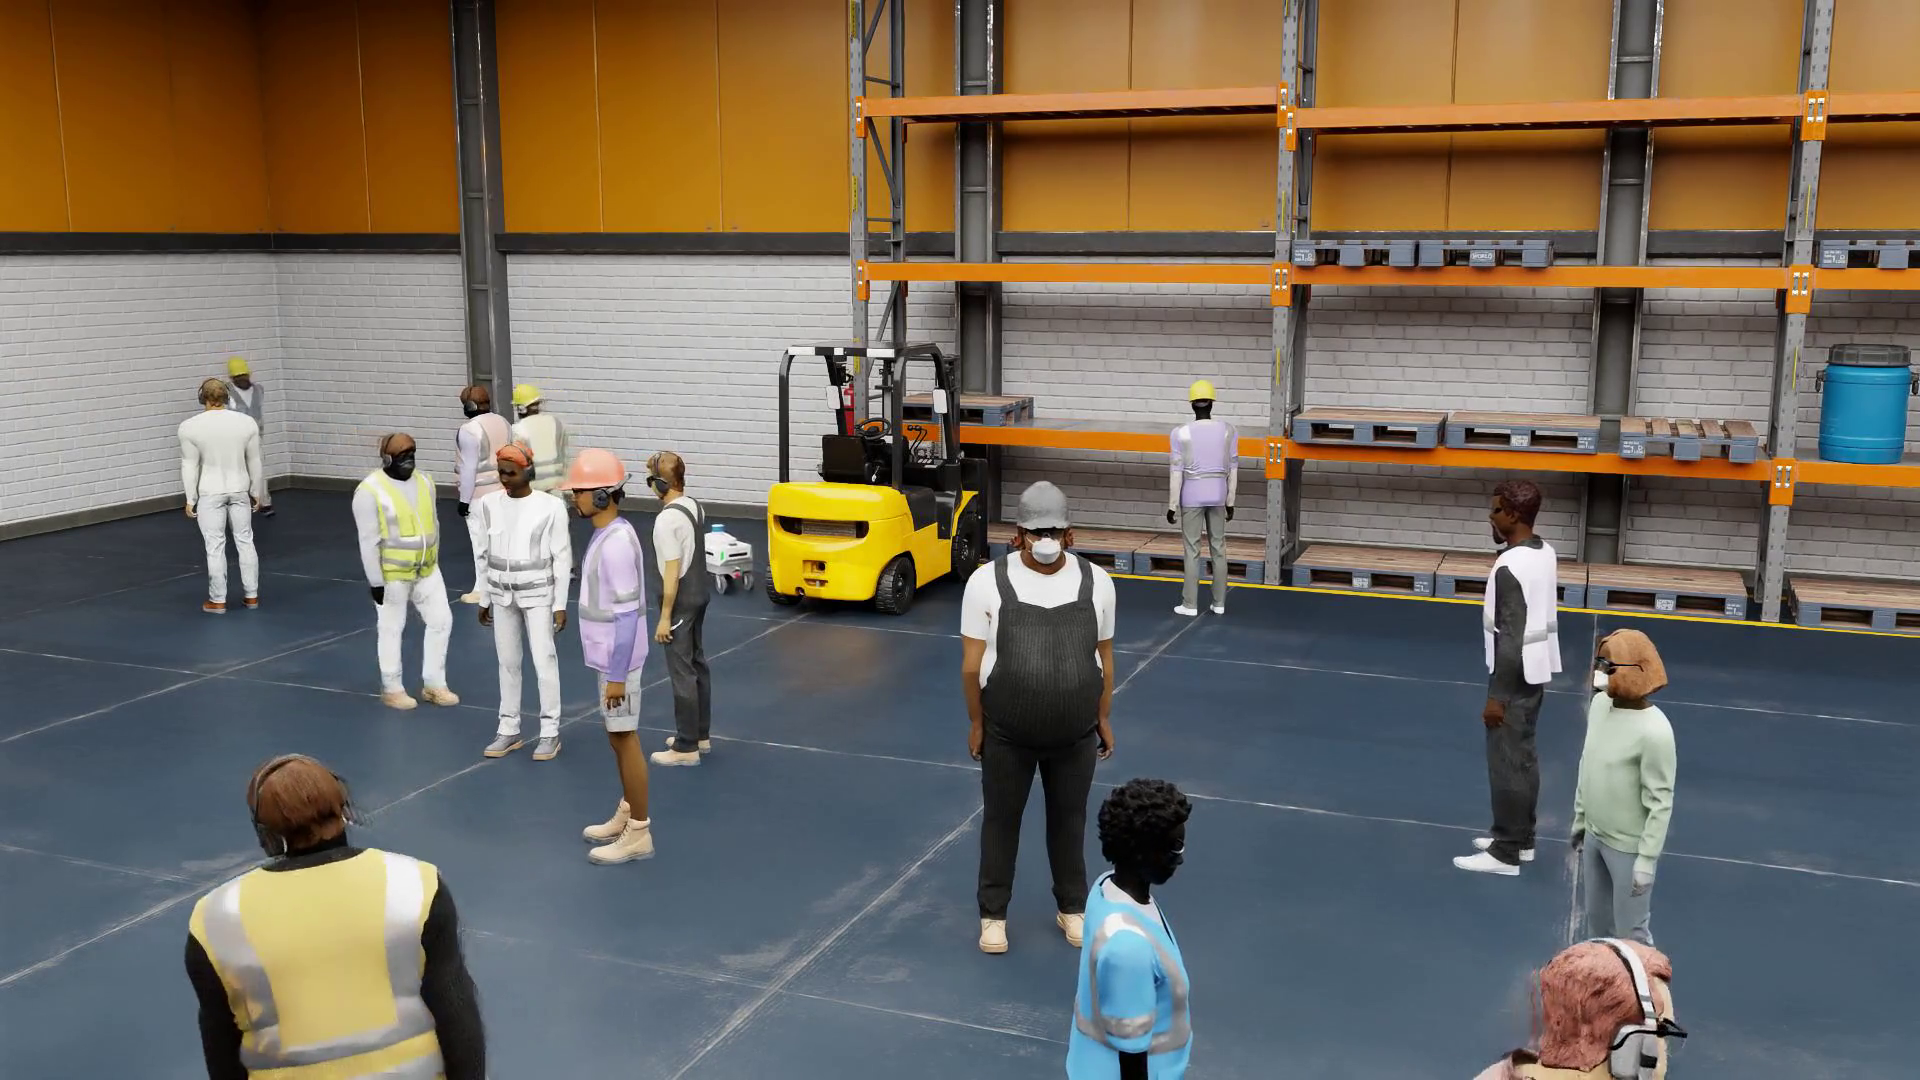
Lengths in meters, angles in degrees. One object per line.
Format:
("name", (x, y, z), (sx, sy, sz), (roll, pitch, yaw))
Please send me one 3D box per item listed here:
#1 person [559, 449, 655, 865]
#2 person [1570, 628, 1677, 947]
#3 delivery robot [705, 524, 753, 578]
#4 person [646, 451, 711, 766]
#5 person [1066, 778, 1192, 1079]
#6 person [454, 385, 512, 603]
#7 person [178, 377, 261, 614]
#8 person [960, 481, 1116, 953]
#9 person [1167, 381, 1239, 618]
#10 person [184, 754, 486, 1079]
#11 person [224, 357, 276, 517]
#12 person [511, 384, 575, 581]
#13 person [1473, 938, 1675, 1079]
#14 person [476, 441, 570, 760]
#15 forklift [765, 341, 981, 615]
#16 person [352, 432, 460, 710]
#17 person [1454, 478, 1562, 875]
("person", (-1.728, 0.568, 8.148), (0.392, 2.041, 0.615), (-3, 11, -16))
("person", (2.432, 1.127, 6.172), (0.280, 1.634, 0.498), (-2, 10, -9))
("delivery robot", (-2.123, 0.107, 14.603), (0.477, 0.478, 0.707), (-8, 13, -37))
("person", (-1.639, 0.400, 9.661), (0.351, 1.838, 0.507), (2, 10, 12))
("person", (0.436, 1.434, 4.299), (0.319, 1.692, 0.533), (0, 10, 0))
("person", (-4.039, -0.387, 14.049), (0.429, 1.839, 0.623), (3, 11, 17))
("person", (-6.049, -0.366, 13.642), (0.631, 1.940, 0.372), (-9, 14, -41))
("person", (0.357, 0.757, 7.104), (0.676, 2.000, 0.536), (-2, 10, -9))
("person", (1.956, -0.327, 13.478), (0.585, 1.920, 0.382), (-2, 10, -12))
("person", (-1.532, 1.408, 4.153), (0.660, 1.800, 0.771), (-4, 11, -21))
("person", (-7.853, -1.118, 18.256), (0.872, 1.779, 0.616), (8, 13, 39))
("person", (-3.762, -0.510, 14.922), (0.599, 1.786, 0.965), (-8, 13, -39))
("person", (1.020, 1.606, 2.899), (0.725, 1.857, 0.654), (-1, 10, -4))
("person", (-2.570, 0.355, 9.770), (0.574, 1.887, 0.355), (2, 10, 13))
("forklift", (-0.739, -0.602, 14.246), (1.214, 2.155, 2.313), (4, 11, 21))
("person", (-3.531, 0.215, 10.728), (0.637, 1.819, 0.650), (7, 12, 33))
("person", (2.667, 0.669, 8.013), (0.417, 1.895, 0.616), (7, 12, 33))
